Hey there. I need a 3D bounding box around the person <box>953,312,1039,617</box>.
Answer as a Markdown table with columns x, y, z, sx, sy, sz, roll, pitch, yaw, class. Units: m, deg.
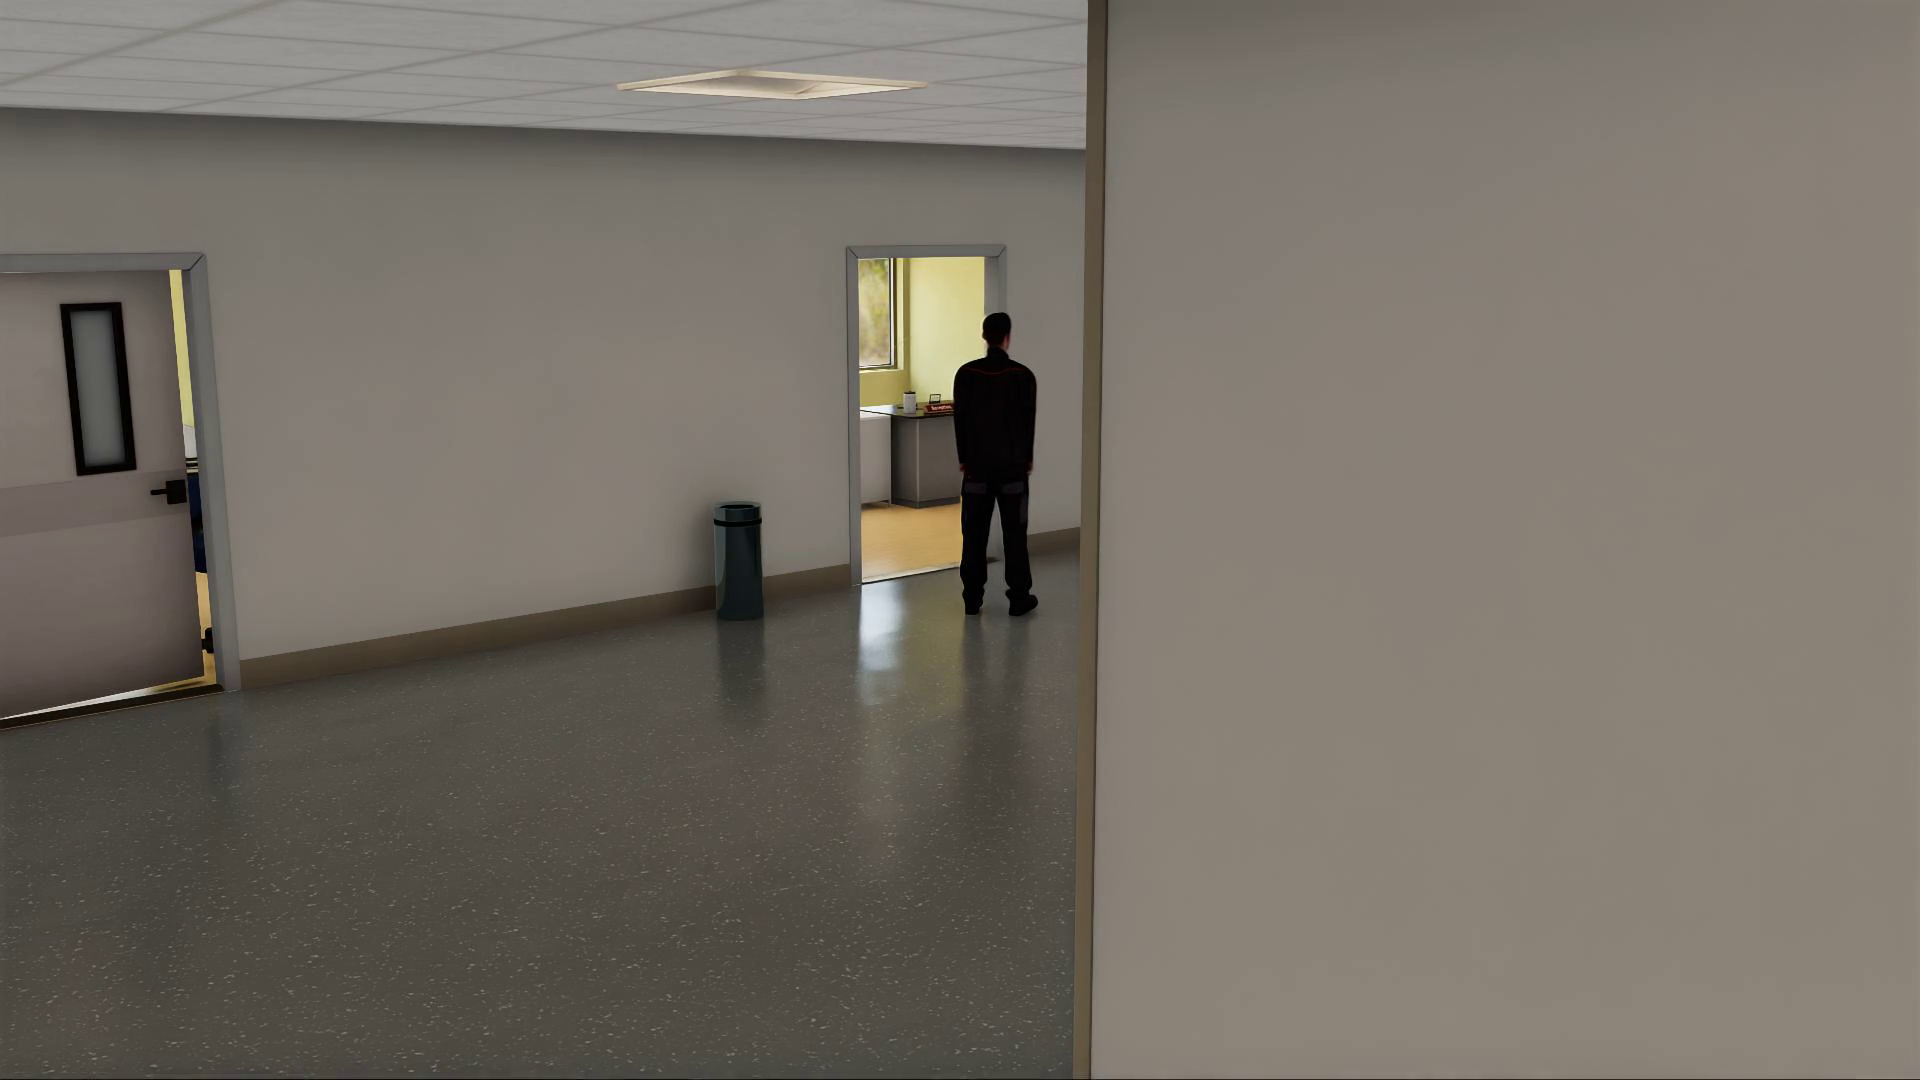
| x | y | z | sx | sy | sz | roll | pitch | yaw | class |
| --- | --- | --- | --- | --- | --- | --- | --- | --- | --- |
| 0.231 | -0.482 | 10.520 | 0.779 | 1.913 | 0.804 | 3 | 11 | 13 | person |
